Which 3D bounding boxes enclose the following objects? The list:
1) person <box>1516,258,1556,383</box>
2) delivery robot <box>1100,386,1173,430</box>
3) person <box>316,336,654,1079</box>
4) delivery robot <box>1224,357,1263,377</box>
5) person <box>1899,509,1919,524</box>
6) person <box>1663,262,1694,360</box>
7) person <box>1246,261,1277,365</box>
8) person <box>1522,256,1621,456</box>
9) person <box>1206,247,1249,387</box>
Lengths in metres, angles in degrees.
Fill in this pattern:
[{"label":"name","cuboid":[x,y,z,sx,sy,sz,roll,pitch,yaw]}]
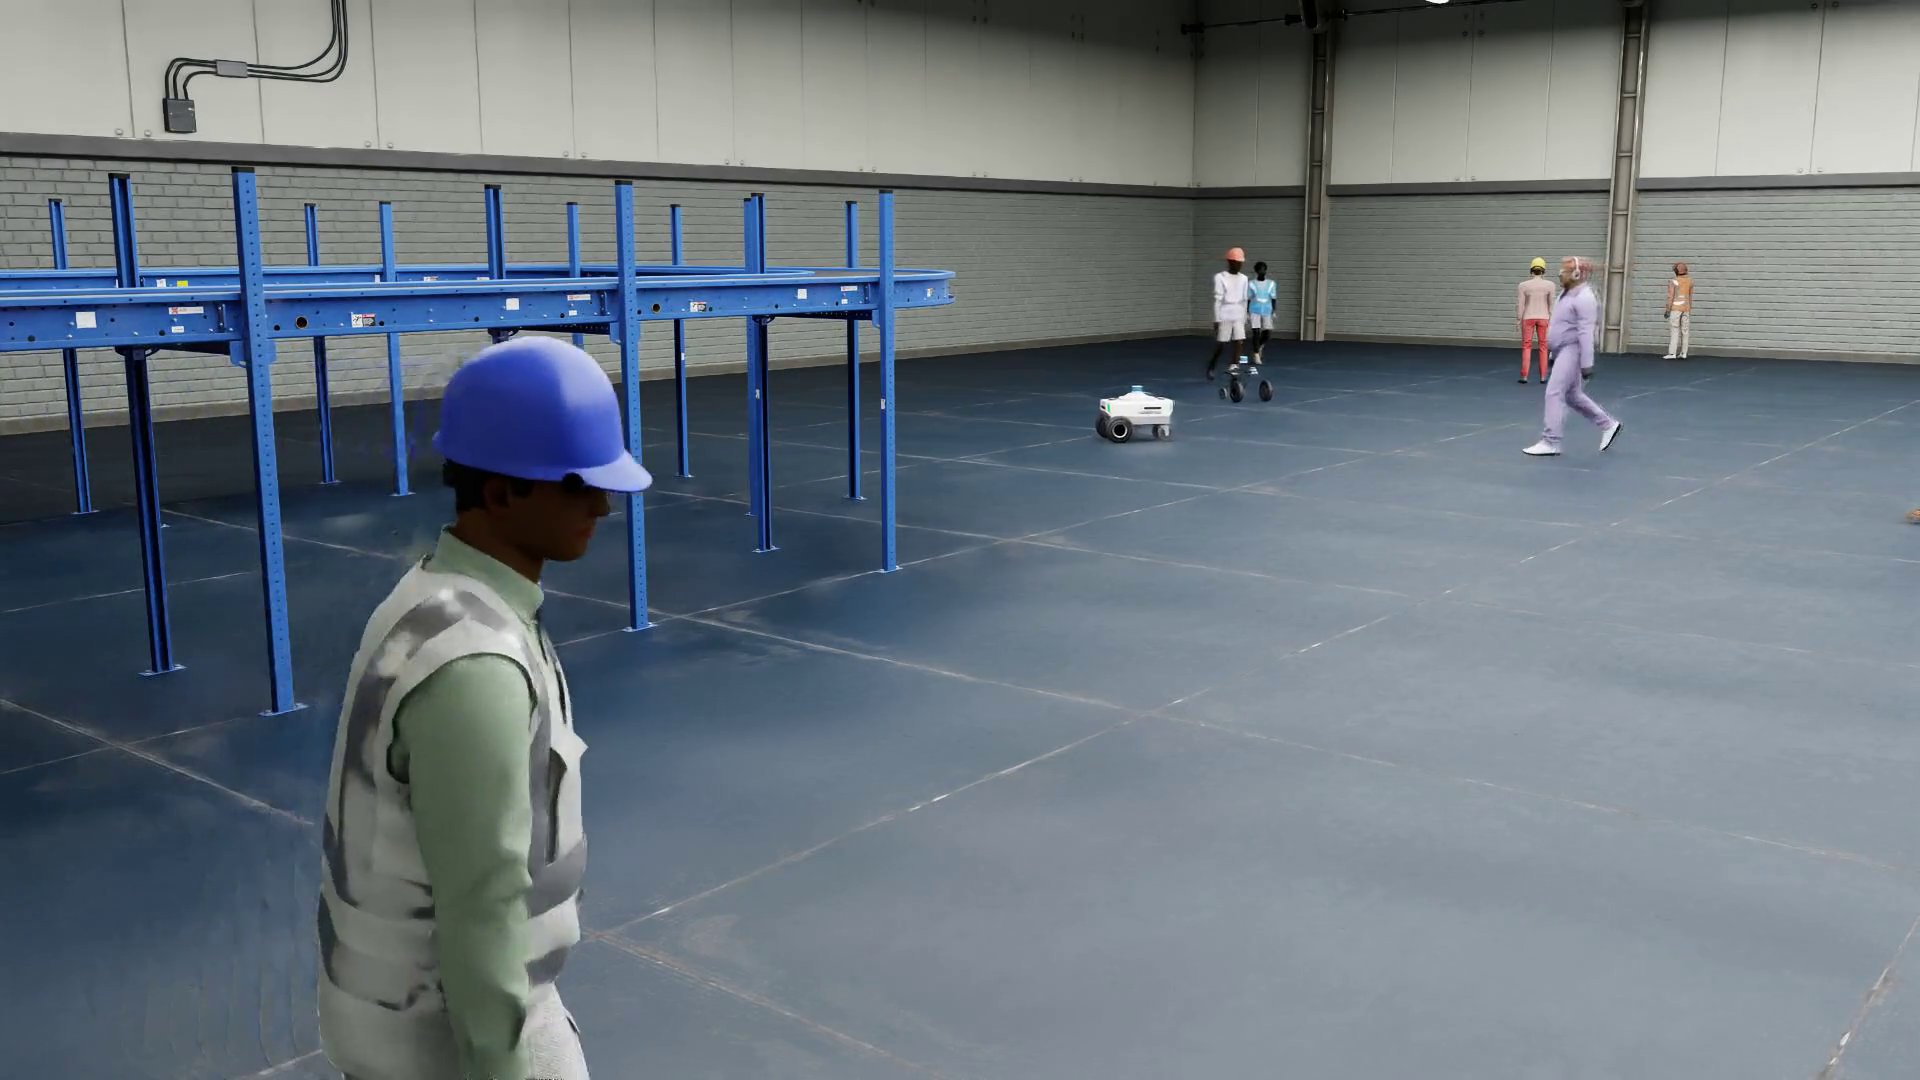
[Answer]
[{"label":"person","cuboid":[8.165,-3.114,23.610,0.522,1.769,0.318,2,10,11]},{"label":"delivery robot","cuboid":[1.798,-1.326,16.924,0.707,0.478,0.477,-2,10,-9]},{"label":"person","cuboid":[-0.820,0.649,2.424,0.811,1.898,0.611,-1,10,-8]},{"label":"delivery robot","cuboid":[3.604,-2.216,21.132,0.335,0.223,0.698,-3,11,-18]},{"label":"person","cuboid":[7.095,-1.079,11.922,0.543,1.940,0.637,4,11,23]},{"label":"person","cuboid":[12.207,-3.887,28.246,0.514,1.640,0.310,-3,11,-18]},{"label":"person","cuboid":[4.904,-3.726,27.246,0.538,1.681,0.571,-1,10,-6]},{"label":"person","cuboid":[5.829,-1.739,15.699,0.857,1.874,0.644,1,10,8]},{"label":"person","cuboid":[3.737,-3.104,23.147,0.560,1.916,0.656,-4,11,-21]}]
